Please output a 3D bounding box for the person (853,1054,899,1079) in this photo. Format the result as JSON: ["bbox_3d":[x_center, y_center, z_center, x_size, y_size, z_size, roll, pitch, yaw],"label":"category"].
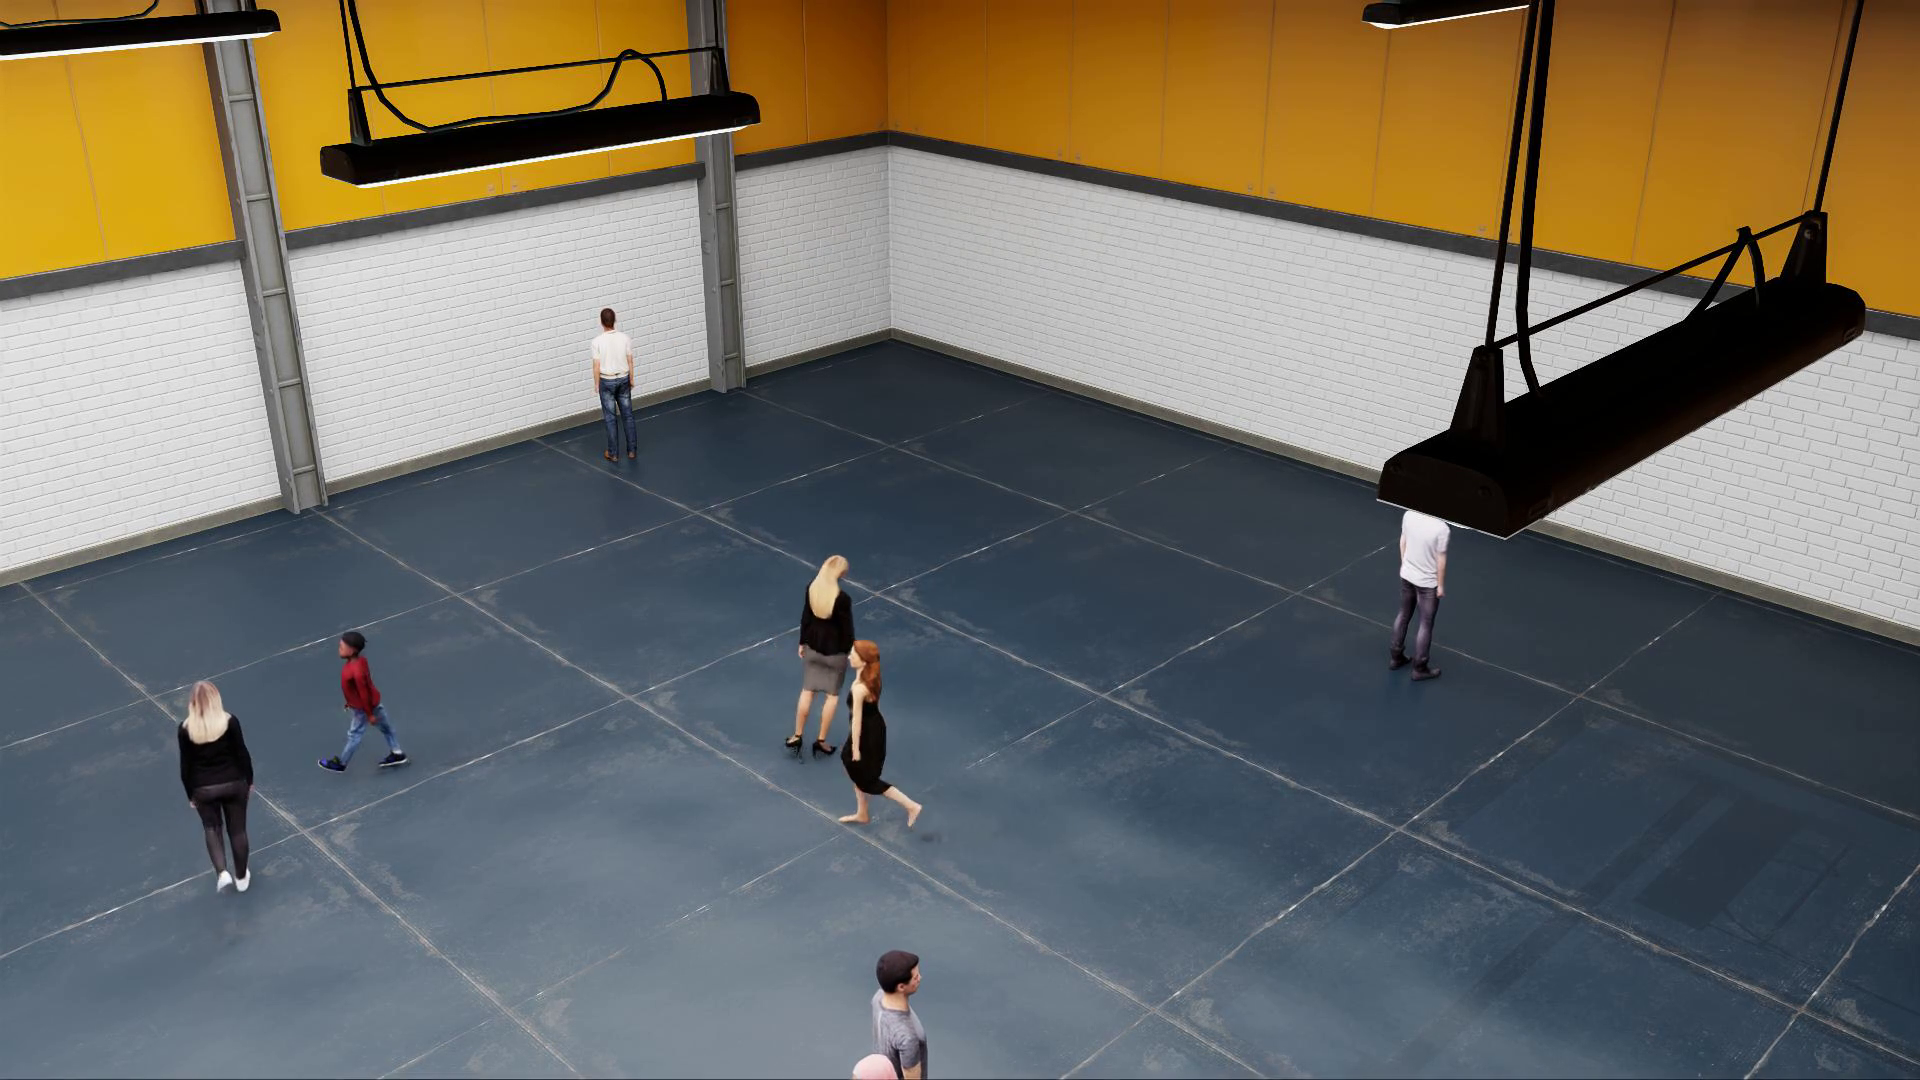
[{"bbox_3d":[-0.397,3.279,8.194,0.673,1.804,0.679,-13,27,-27],"label":"person"}]

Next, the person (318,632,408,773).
[{"bbox_3d":[-4.727,1.308,13.419,0.944,1.230,0.793,-6,24,-13],"label":"person"}]

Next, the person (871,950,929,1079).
[{"bbox_3d":[-0.333,2.967,8.821,0.698,1.873,0.731,-9,25,-20],"label":"person"}]

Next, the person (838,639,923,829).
[{"bbox_3d":[-0.606,1.499,12.521,0.932,1.600,0.941,4,24,9],"label":"person"}]

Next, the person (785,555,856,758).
[{"bbox_3d":[-1.126,0.971,13.473,0.864,1.804,0.741,5,24,11],"label":"person"}]

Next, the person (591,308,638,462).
[{"bbox_3d":[-4.129,-1.866,19.897,0.614,1.856,0.781,-12,26,-26],"label":"person"}]

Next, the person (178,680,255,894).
[{"bbox_3d":[-5.219,1.801,11.736,0.781,1.674,0.824,-8,25,-18],"label":"person"}]

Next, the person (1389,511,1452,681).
[{"bbox_3d":[4.115,0.350,14.859,0.671,1.831,0.710,-13,27,-28],"label":"person"}]
